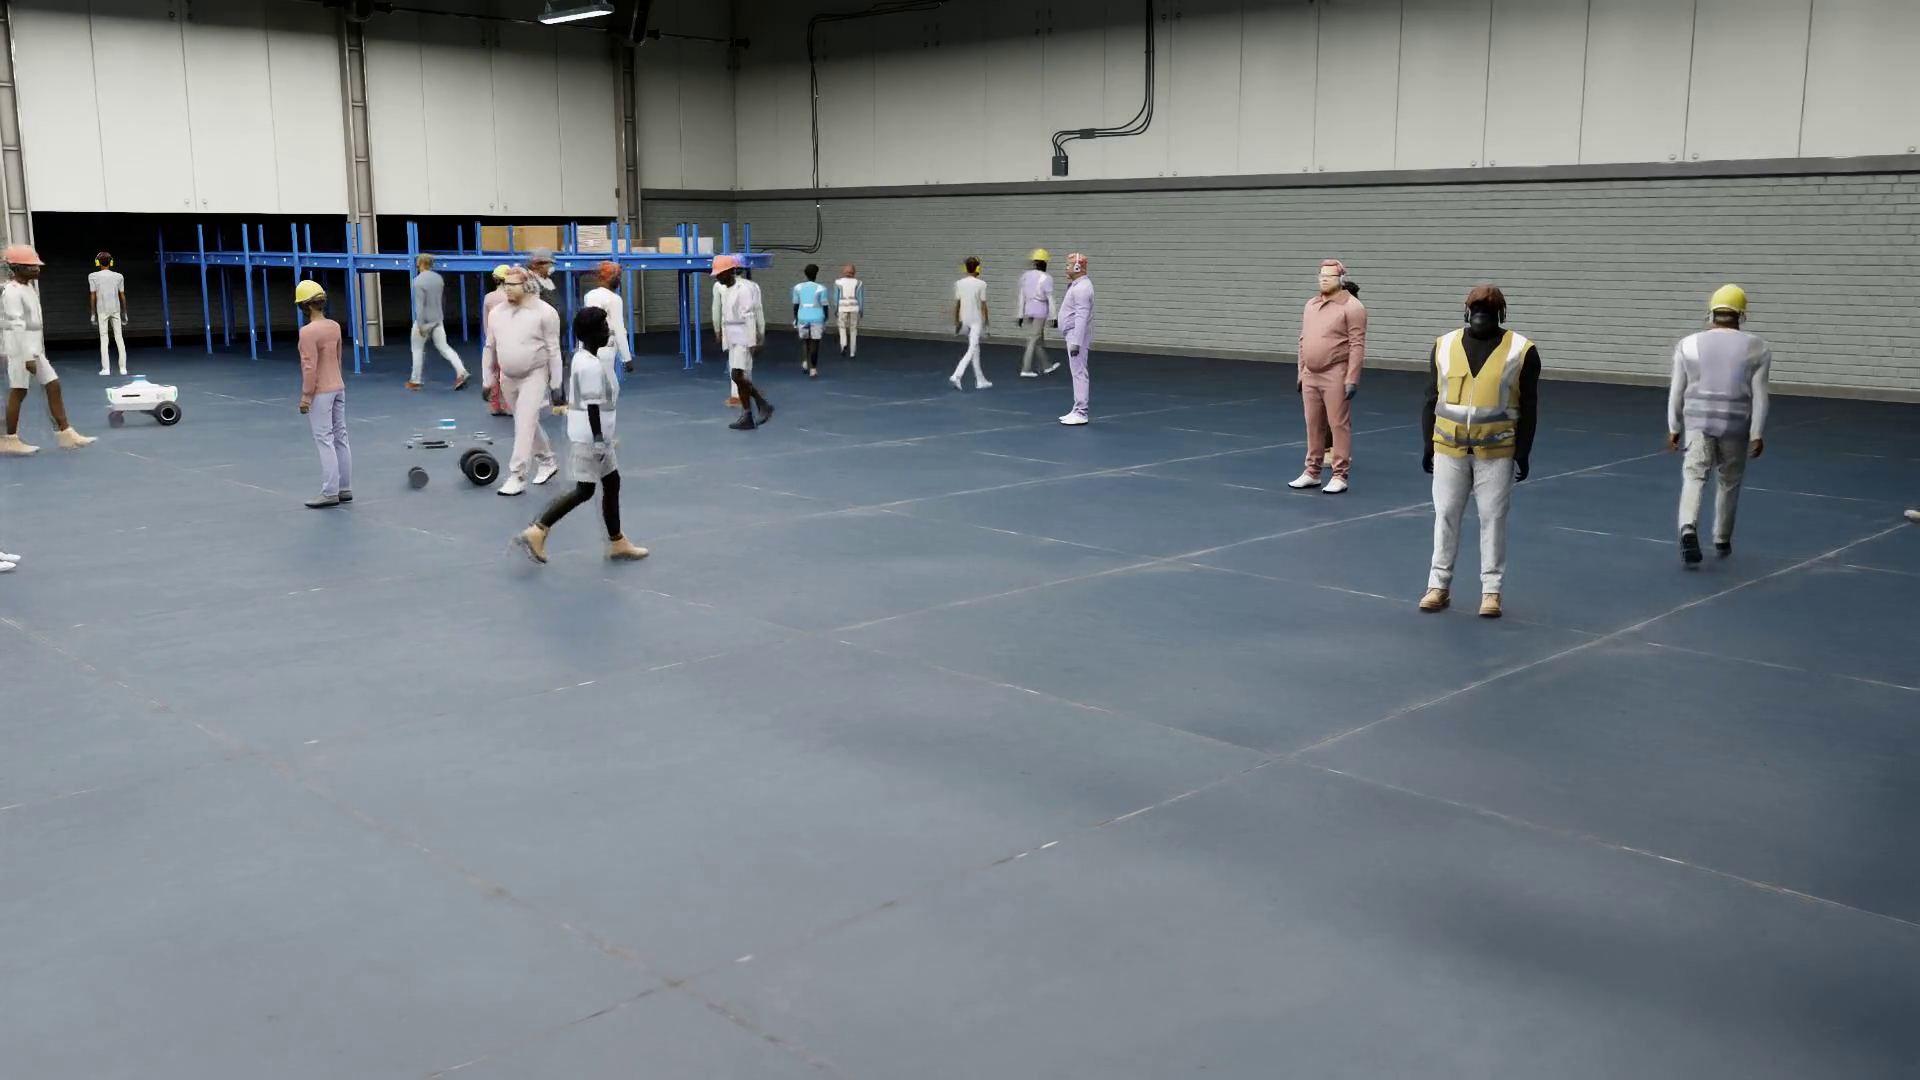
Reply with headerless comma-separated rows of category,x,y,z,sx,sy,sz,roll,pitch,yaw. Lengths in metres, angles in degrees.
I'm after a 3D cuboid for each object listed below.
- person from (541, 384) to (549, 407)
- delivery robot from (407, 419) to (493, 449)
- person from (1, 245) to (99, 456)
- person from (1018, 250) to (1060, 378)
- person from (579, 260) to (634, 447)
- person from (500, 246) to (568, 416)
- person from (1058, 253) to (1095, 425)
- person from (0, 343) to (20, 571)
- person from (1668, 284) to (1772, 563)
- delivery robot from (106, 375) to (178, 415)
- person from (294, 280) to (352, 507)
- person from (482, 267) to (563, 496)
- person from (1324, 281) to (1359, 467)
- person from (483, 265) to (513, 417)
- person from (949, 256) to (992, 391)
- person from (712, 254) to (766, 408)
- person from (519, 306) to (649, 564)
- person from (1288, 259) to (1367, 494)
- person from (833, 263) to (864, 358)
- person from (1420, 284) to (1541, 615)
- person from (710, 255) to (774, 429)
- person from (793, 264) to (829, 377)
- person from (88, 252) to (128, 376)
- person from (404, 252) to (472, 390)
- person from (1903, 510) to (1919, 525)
person,-5.283,-2.457,20.533,0.506,1.632,0.268,10,14,44
delivery robot,-4.374,-0.920,14.253,0.698,0.223,0.335,-4,11,-22
person,-8.829,-1.817,16.004,0.932,2.009,0.646,-2,11,-11
person,1.247,-3.387,24.901,0.955,1.882,0.616,-9,14,-40
person,-3.507,-1.844,16.604,0.560,1.857,0.585,-8,13,-37
person,-5.016,-2.477,19.650,0.884,2.000,0.680,4,11,22
person,1.300,-2.256,18.698,0.410,1.909,0.643,0,10,2
person,-6.200,-0.630,10.576,0.279,1.631,0.504,-4,11,-22
person,4.909,-0.753,10.803,0.600,1.809,0.829,6,12,30
delivery robot,-9.212,-1.614,18.729,0.707,0.478,0.477,-5,12,-30
person,-5.016,-1.145,13.045,0.327,1.761,0.522,1,10,8
person,-3.647,-1.344,13.870,0.661,1.857,1.003,4,11,19
person,3.488,-1.521,15.267,0.319,1.695,0.533,3,11,17
person,-5.334,-2.331,19.495,0.531,1.765,0.327,6,12,29
person,0.146,-2.987,22.864,0.519,1.836,0.925,9,14,40
person,-2.762,-2.627,20.839,0.636,1.878,0.882,-5,11,-25
person,-2.448,-0.667,10.692,0.768,1.673,0.539,-3,11,-15
person,3.026,-1.355,13.771,0.408,1.911,0.651,-7,13,-35
person,-1.914,-3.952,28.701,0.538,1.624,0.390,-1,10,-5
person,2.889,-0.505,9.322,0.621,1.845,0.429,6,12,28
person,-2.432,-2.151,18.161,0.550,1.892,0.608,-6,12,-31
person,-2.220,-3.300,24.973,0.557,1.682,0.397,2,11,13
person,-12.939,-3.438,25.274,0.514,1.865,0.313,-8,13,-39
person,-7.203,-2.992,22.780,1.001,1.898,0.618,4,11,22
person,7.283,-0.968,11.991,0.984,1.790,0.536,-2,11,-12
